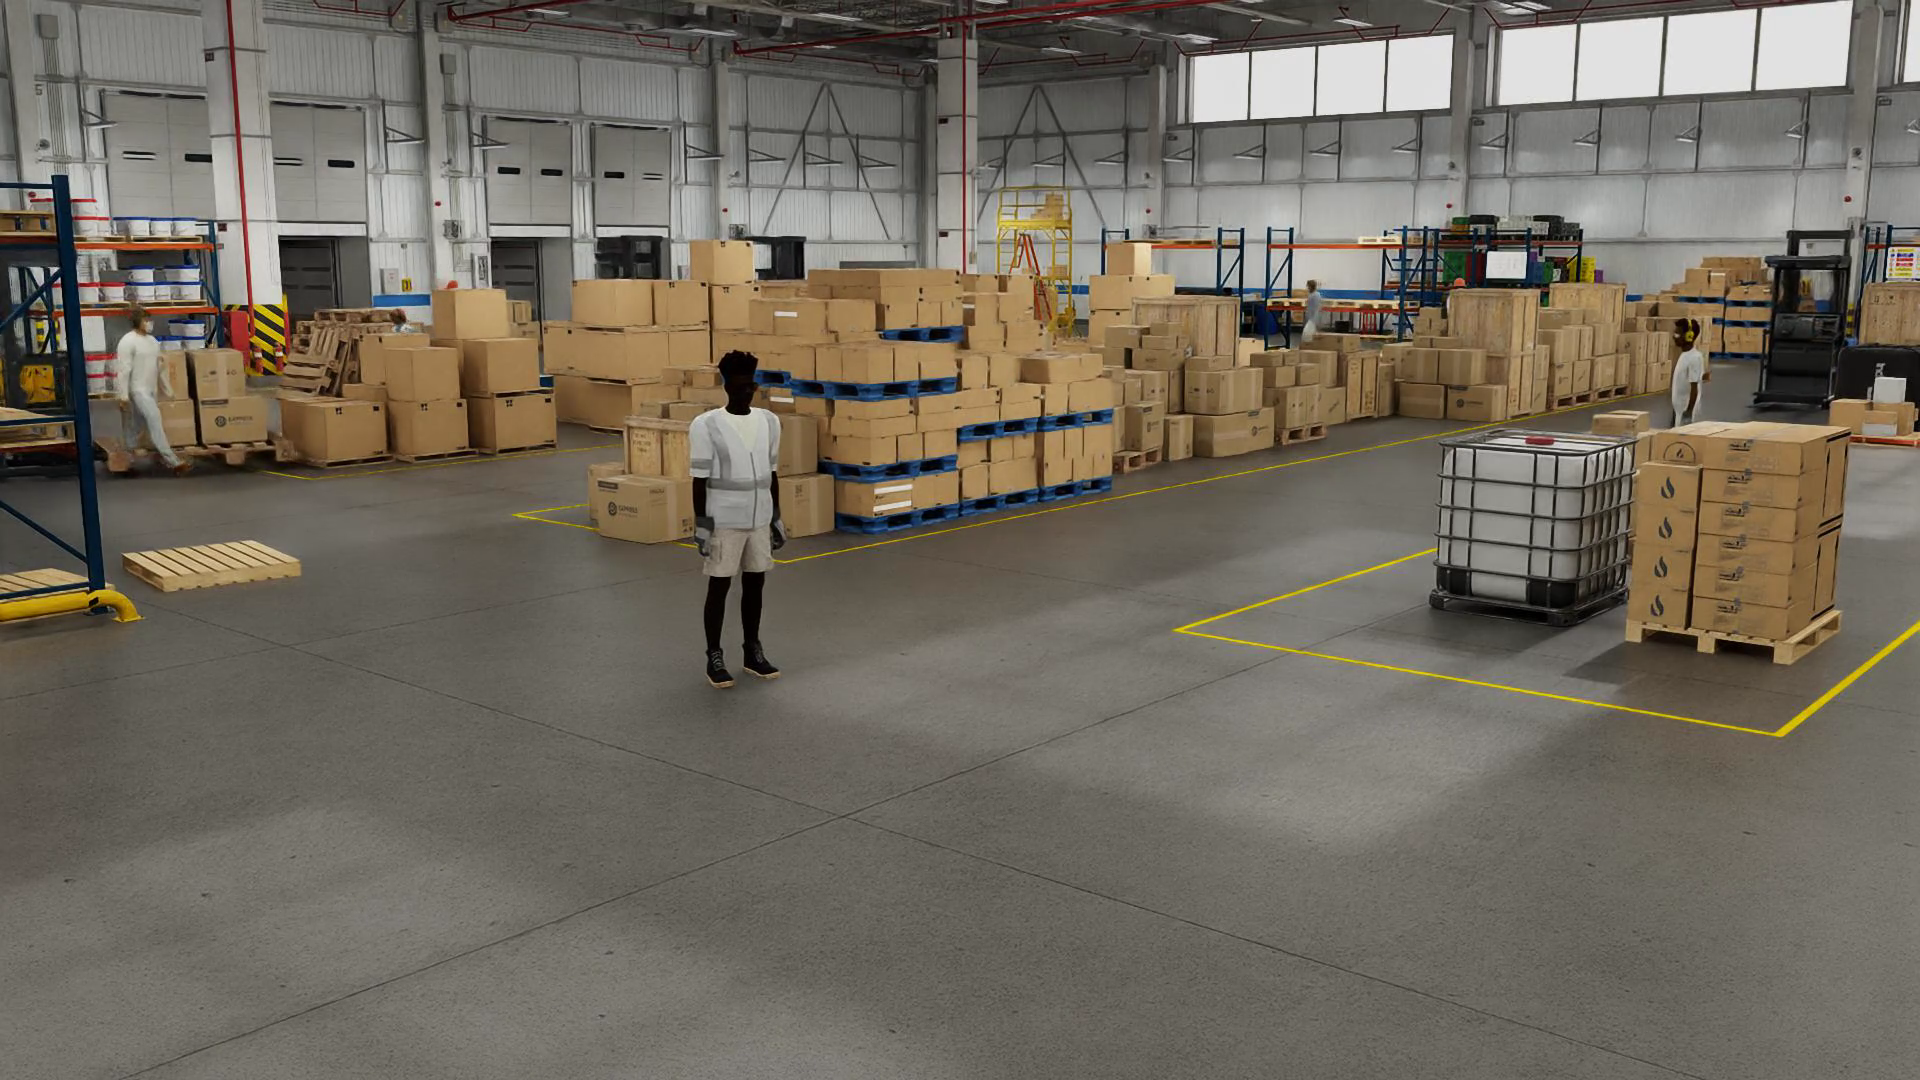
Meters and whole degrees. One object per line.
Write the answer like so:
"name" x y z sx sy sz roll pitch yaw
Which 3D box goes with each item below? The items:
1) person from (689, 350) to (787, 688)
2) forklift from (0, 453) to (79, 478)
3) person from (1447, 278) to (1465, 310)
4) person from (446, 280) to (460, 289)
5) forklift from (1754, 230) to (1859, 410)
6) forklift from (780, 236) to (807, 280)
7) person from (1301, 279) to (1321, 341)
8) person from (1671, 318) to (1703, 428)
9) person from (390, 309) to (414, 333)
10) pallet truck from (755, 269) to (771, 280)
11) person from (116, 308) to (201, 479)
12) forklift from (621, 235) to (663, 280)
"person" -1.287 -0.129 9.722 0.611 1.964 0.364 -8 13 -39
"forklift" -10.744 -2.058 18.111 1.873 2.768 1.129 -6 12 -32
"person" 10.209 -4.398 34.119 0.542 1.938 0.357 -2 10 -11
"person" -10.430 -4.367 34.057 0.962 1.903 0.555 2 10 12
"forklift" 13.669 -3.554 26.626 1.129 2.768 1.873 8 13 39
"forklift" -3.975 -5.890 39.926 1.873 2.768 1.129 2 10 14
"person" 7.641 -4.698 35.983 1.033 1.890 0.651 1 10 3
"person" 7.094 -1.237 16.328 0.314 1.864 0.530 3 10 15
"person" -8.701 -2.772 25.830 0.510 1.590 0.901 9 13 41
"pallet truck" -4.996 -6.432 45.525 1.885 1.965 0.823 -6 12 -32
"person" -8.913 -1.608 18.364 1.000 1.885 0.658 1 10 3
"forklift" -7.072 -5.416 37.229 1.873 2.768 1.129 8 13 40
